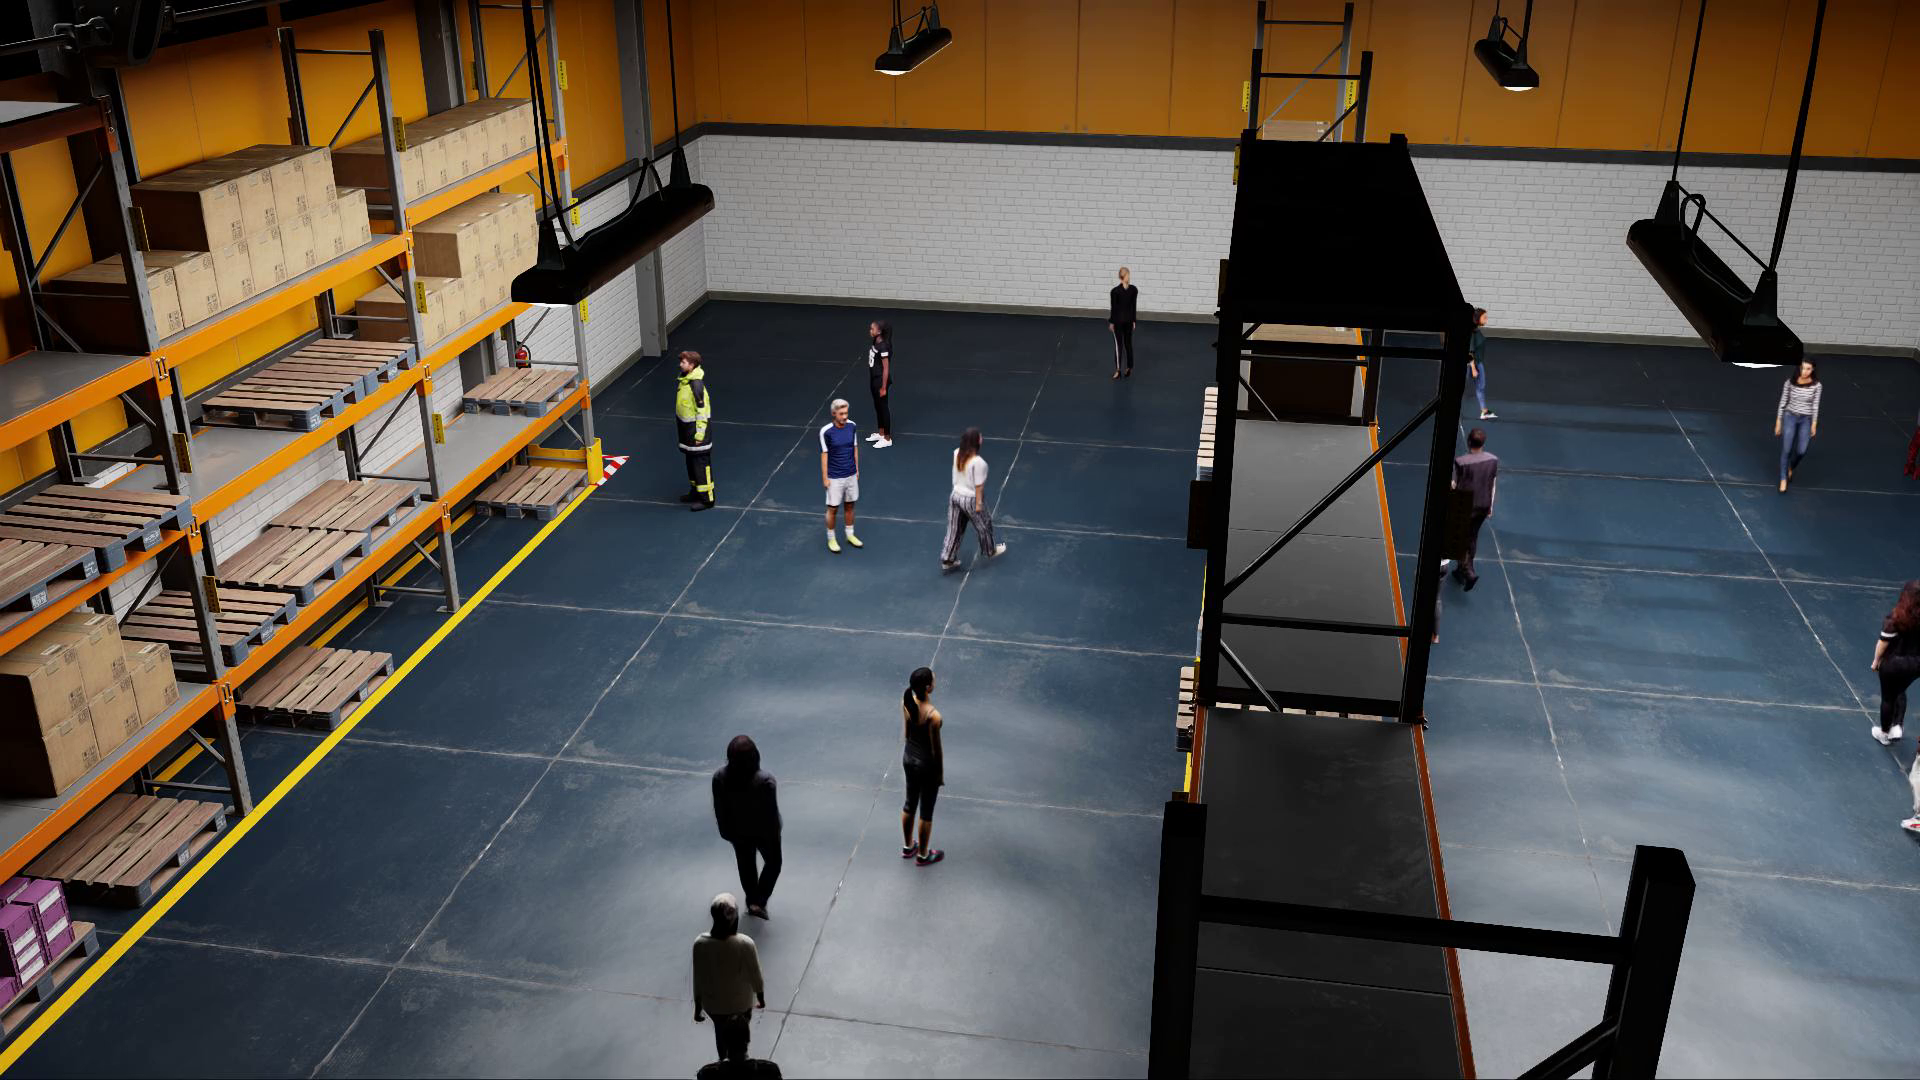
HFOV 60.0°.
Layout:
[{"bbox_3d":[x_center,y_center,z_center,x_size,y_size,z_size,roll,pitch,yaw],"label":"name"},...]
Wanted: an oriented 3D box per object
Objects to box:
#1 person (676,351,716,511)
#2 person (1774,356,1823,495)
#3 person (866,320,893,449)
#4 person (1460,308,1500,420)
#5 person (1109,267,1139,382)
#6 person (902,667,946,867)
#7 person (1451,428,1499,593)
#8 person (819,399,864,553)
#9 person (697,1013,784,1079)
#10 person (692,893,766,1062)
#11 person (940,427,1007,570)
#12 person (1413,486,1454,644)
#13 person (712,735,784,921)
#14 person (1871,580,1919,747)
[{"bbox_3d":[-3.214,-1.353,20.191,0.927,1.983,0.836,-12,26,-26],"label":"person"},{"bbox_3d":[10.383,-1.440,20.648,0.712,1.777,0.762,10,26,22],"label":"person"},{"bbox_3d":[-1.073,-2.100,22.216,0.771,1.729,0.669,-9,25,-20],"label":"person"},{"bbox_3d":[7.024,-2.447,23.188,0.914,1.587,1.003,17,29,33],"label":"person"},{"bbox_3d":[2.434,-3.232,24.835,0.684,1.706,0.693,-9,25,-19],"label":"person"},{"bbox_3d":[-0.315,1.801,13.296,0.650,1.725,0.685,21,31,39],"label":"person"},{"bbox_3d":[5.538,-0.282,17.938,0.938,1.825,1.116,-4,24,-9],"label":"person"},{"bbox_3d":[-1.376,-0.767,19.037,0.716,1.834,0.780,-16,28,-33],"label":"person"},{"bbox_3d":[-1.203,3.517,9.317,0.655,1.769,1.229,3,24,7],"label":"person"},{"bbox_3d":[-1.503,3.017,10.643,0.639,1.623,0.824,2,24,4],"label":"person"},{"bbox_3d":[0.035,-0.432,18.519,1.219,1.635,1.116,-19,30,-36],"label":"person"},{"bbox_3d":[4.798,0.241,16.811,0.687,1.769,0.760,-17,29,-34],"label":"person"},{"bbox_3d":[-1.587,2.201,12.552,0.688,1.588,0.766,6,24,13],"label":"person"},{"bbox_3d":[8.470,1.147,14.912,0.653,1.631,0.710,1,24,3],"label":"person"}]
